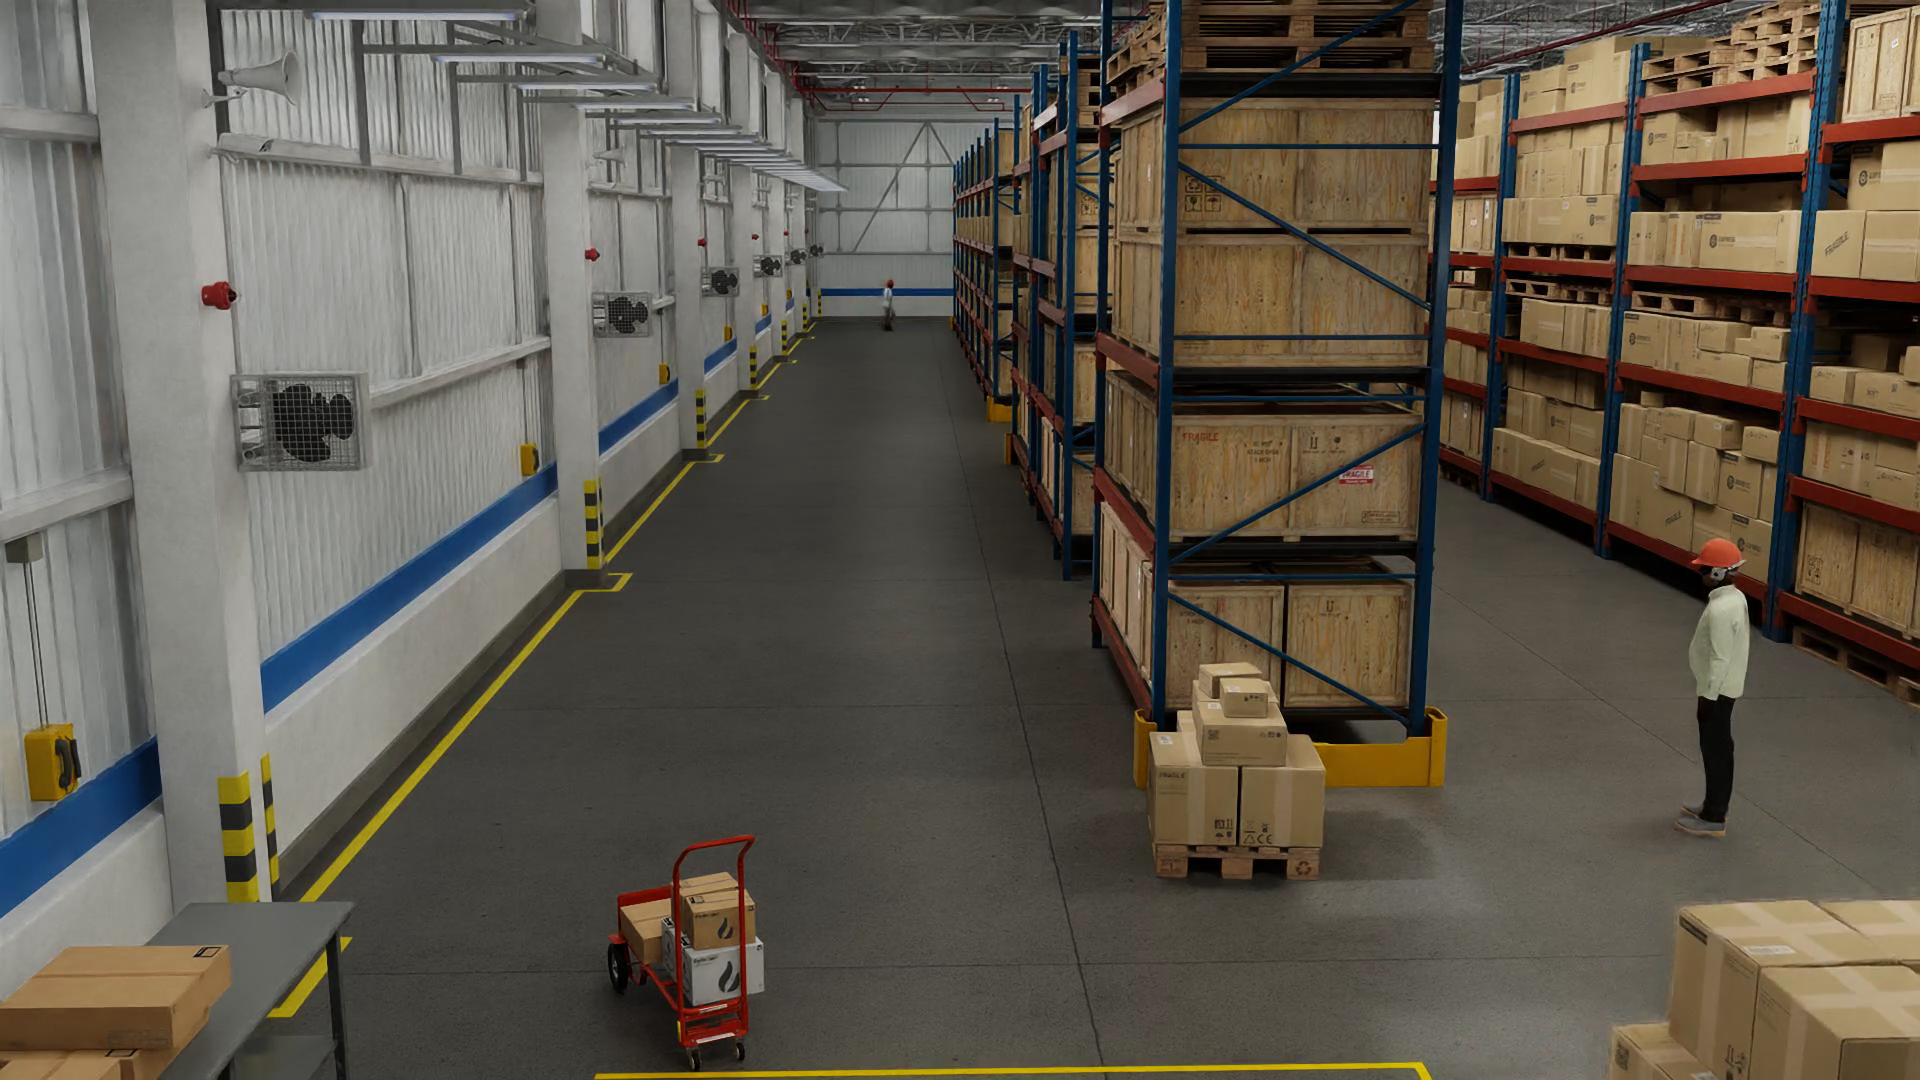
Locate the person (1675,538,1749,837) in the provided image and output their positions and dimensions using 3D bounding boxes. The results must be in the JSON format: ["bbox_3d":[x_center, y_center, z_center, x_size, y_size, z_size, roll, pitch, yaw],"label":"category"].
[{"bbox_3d":[5.021,0.974,11.091,0.396,1.992,0.619,7,13,32],"label":"person"}]

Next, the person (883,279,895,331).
[{"bbox_3d":[-2.605,-8.658,61.396,0.518,1.916,0.554,-5,12,-25],"label":"person"}]
